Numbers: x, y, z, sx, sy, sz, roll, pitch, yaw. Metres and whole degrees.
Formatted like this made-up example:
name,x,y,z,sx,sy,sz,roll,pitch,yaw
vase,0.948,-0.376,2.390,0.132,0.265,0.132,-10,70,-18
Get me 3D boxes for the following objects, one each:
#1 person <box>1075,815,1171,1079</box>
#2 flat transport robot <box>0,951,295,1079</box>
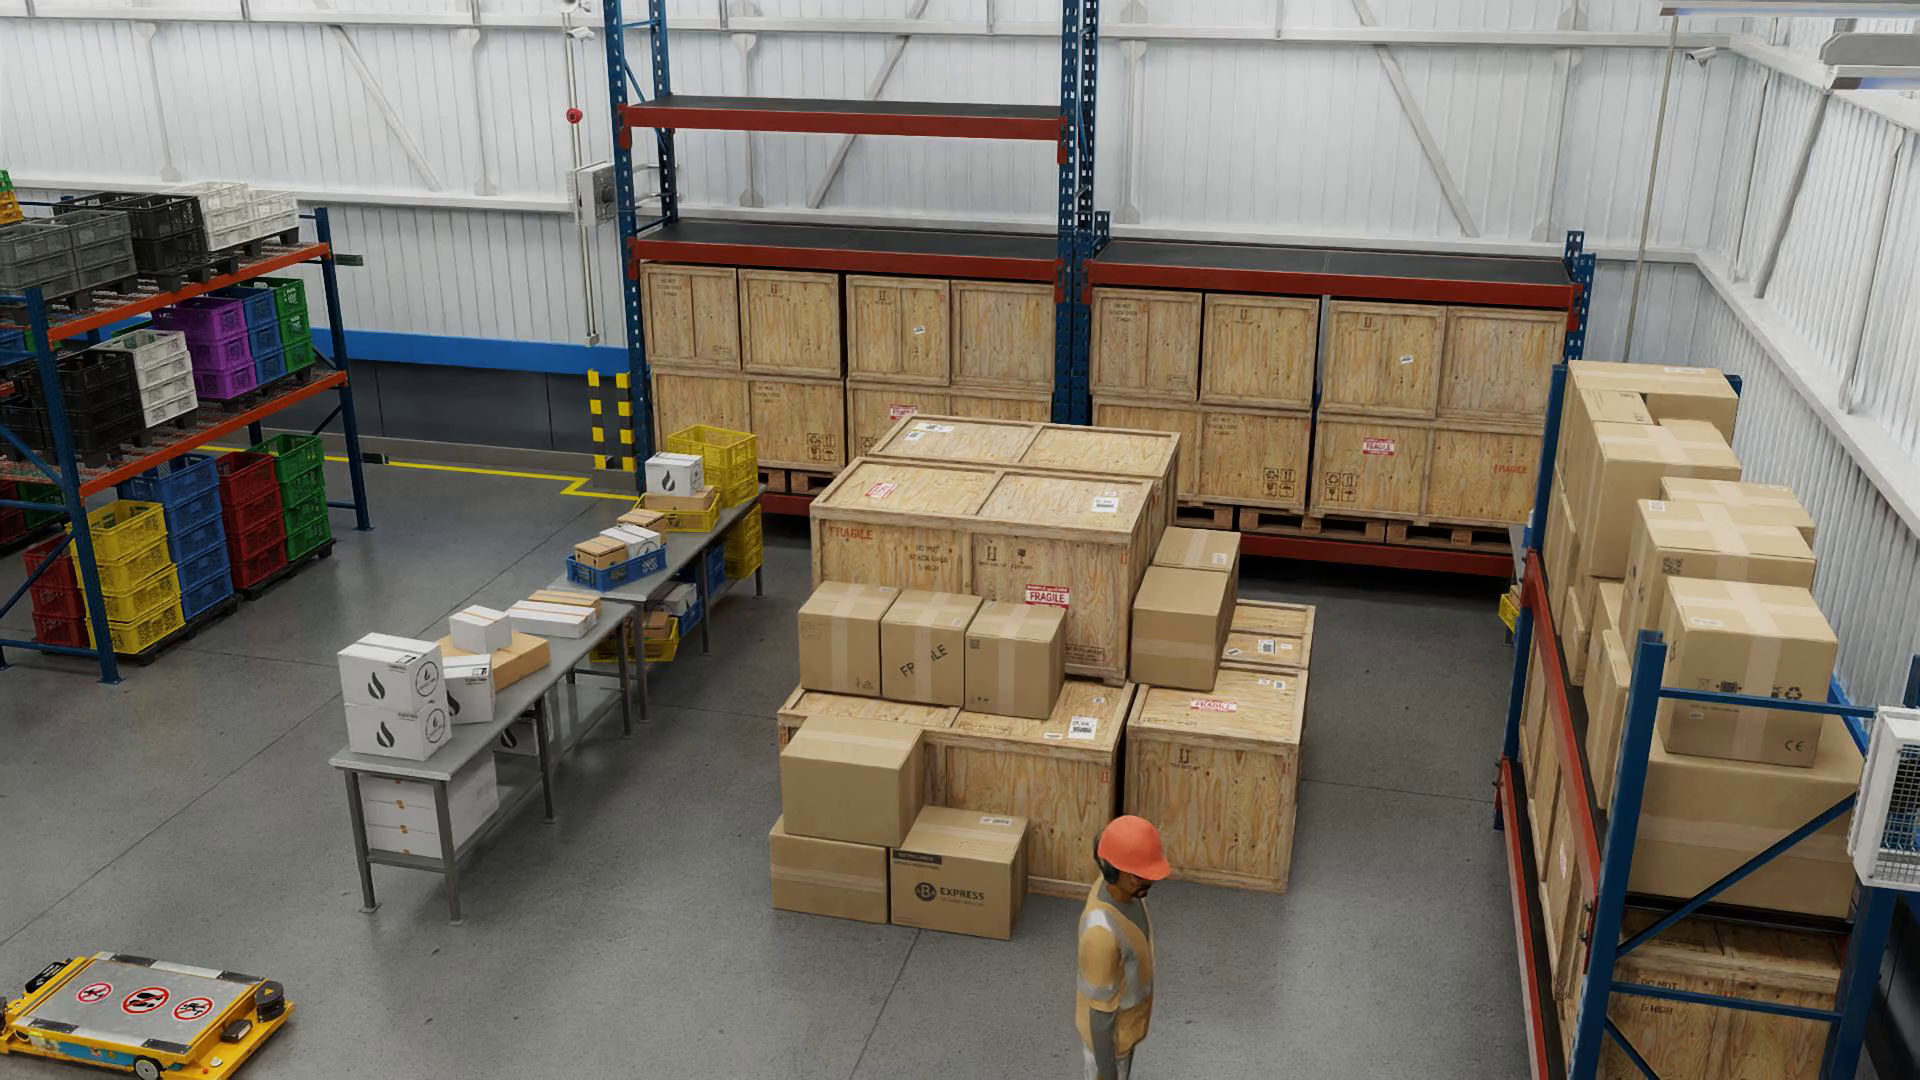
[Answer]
name,x,y,z,sx,sy,sz,roll,pitch,yaw
person,0.688,2.079,7.127,0.376,2.039,0.614,5,21,13
flat transport robot,-4.270,2.464,8.601,1.431,0.231,0.659,5,22,13
